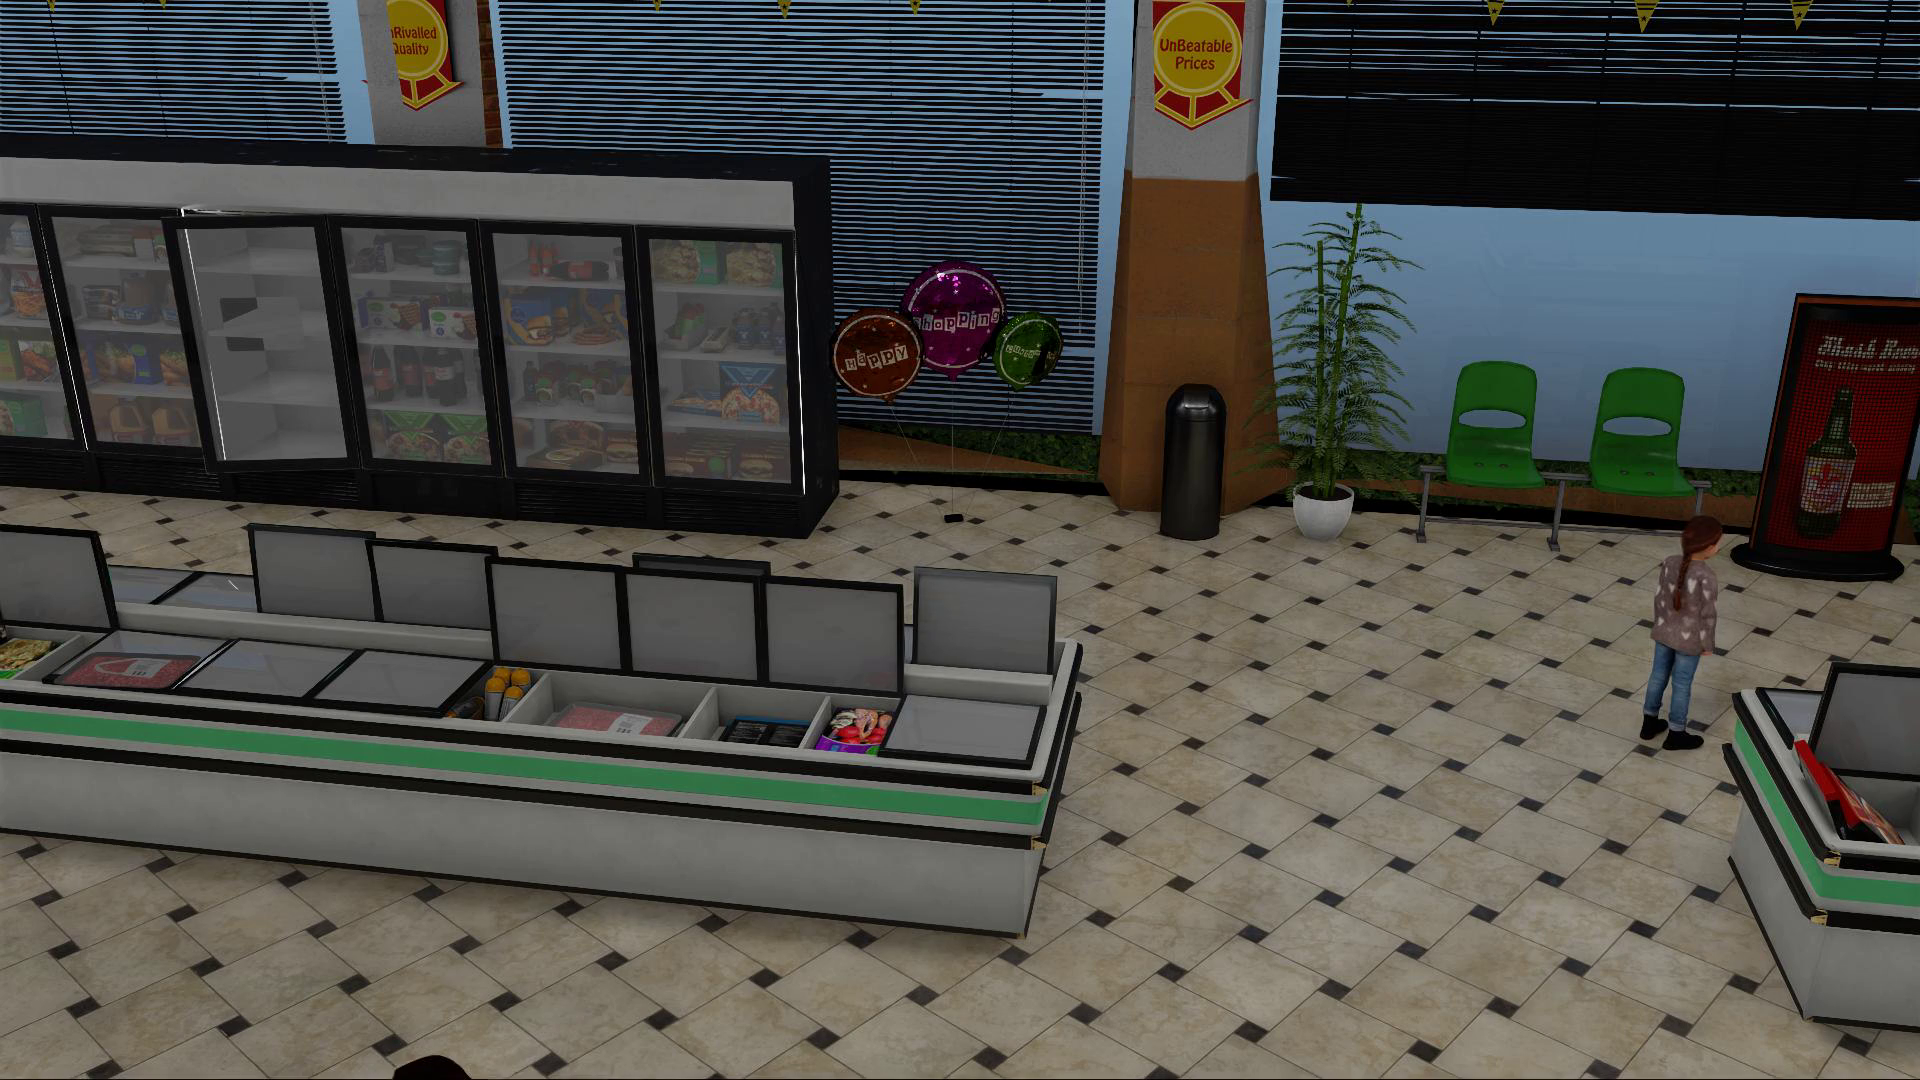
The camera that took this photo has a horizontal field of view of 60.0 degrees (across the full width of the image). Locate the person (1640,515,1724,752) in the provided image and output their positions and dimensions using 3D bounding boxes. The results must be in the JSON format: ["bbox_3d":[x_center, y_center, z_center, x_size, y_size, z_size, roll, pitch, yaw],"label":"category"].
[{"bbox_3d":[3.486,0.445,8.041,0.608,1.189,0.561,-12,25,-27],"label":"person"}]
